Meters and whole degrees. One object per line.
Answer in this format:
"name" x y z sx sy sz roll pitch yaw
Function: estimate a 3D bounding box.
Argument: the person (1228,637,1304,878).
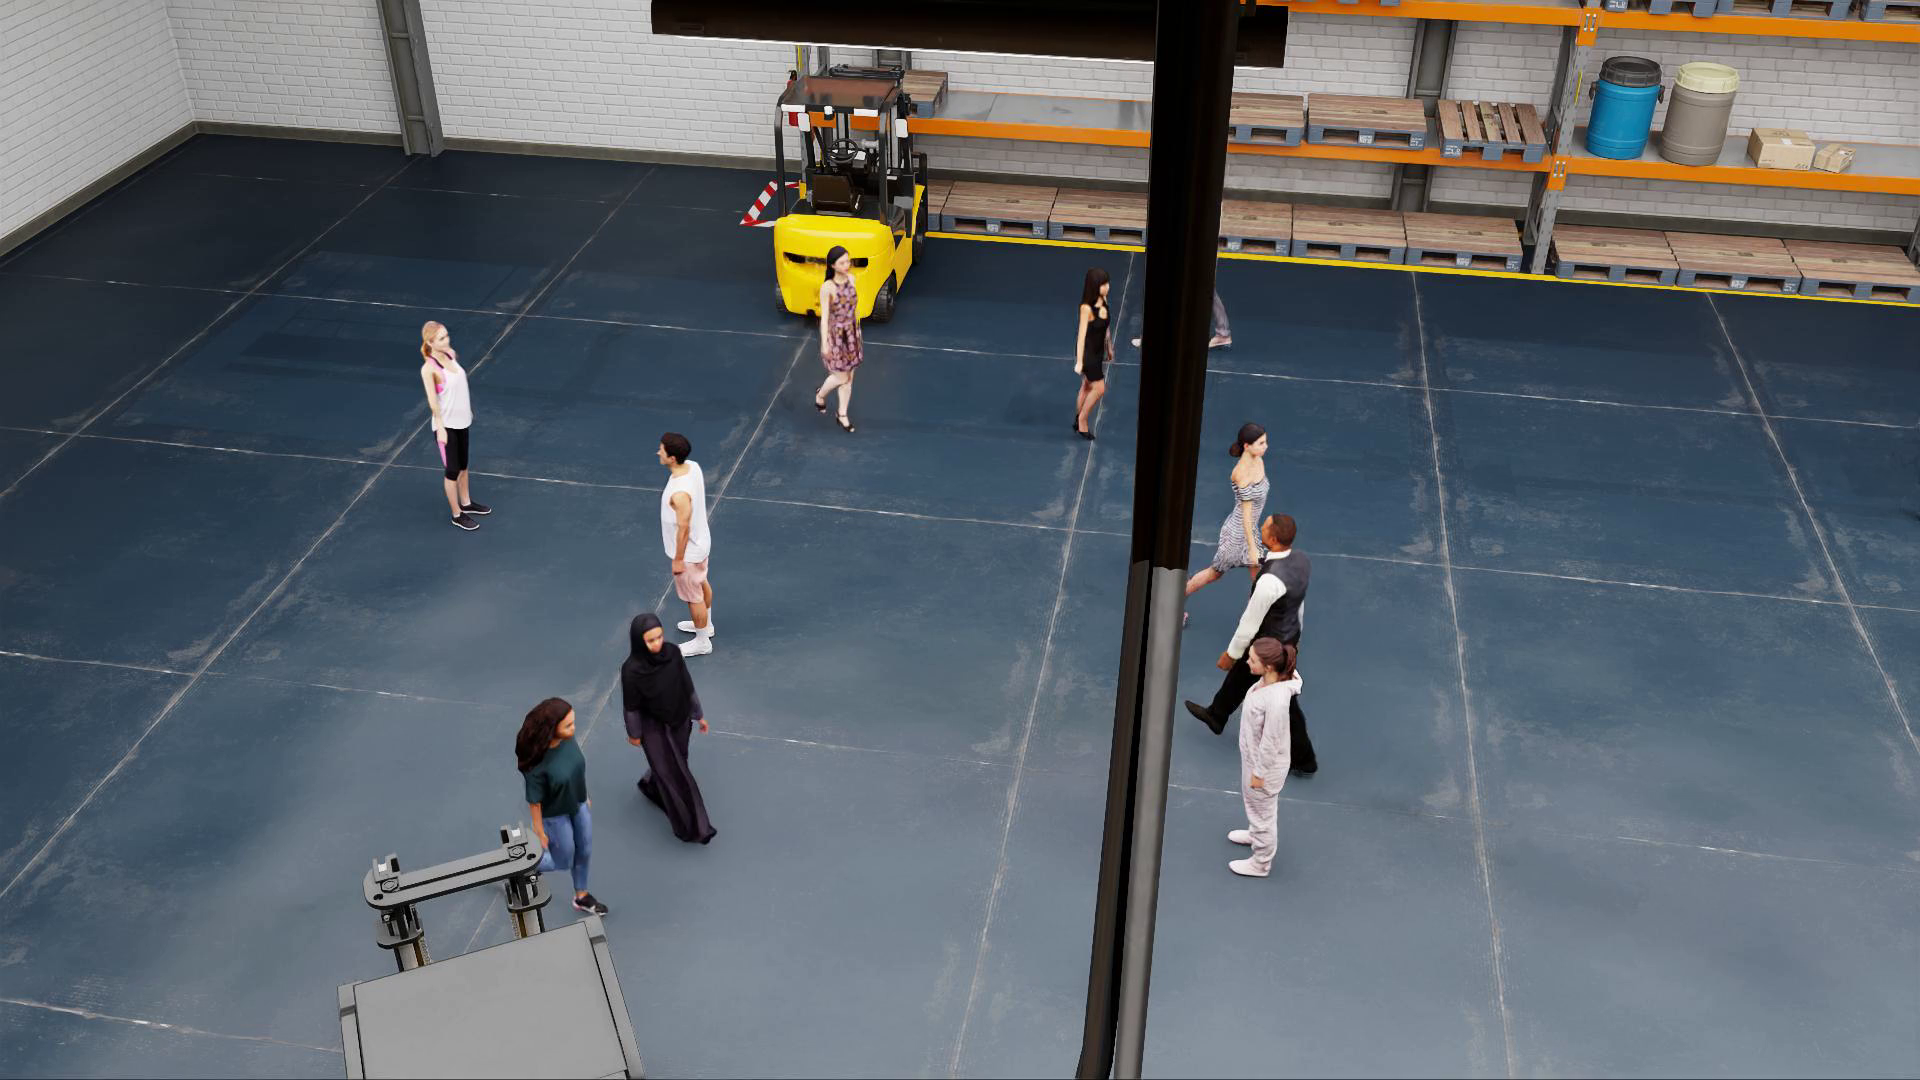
"person" 1.862 1.289 10.028 0.572 1.688 0.635 4 34 6

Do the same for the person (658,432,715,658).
"person" -1.926 0.023 11.841 0.605 1.789 0.665 1 34 2

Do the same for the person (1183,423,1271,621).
"person" 1.904 -0.024 11.923 1.170 1.777 0.853 18 38 25

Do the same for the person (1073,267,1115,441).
"person" 1.065 -1.617 14.444 0.651 1.639 0.660 18 37 24

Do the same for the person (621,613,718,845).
"person" -1.885 1.090 10.393 1.096 1.616 0.916 25 41 33

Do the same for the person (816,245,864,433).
"person" -1.097 -1.765 14.553 0.889 1.765 0.795 23 40 30

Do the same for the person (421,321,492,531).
"person" -4.073 -0.932 13.279 0.526 1.788 0.610 8 34 11

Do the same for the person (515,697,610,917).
"person" -2.393 1.558 9.701 0.881 1.601 0.723 13 36 19

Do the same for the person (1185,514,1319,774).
"person" 2.083 0.726 10.712 1.352 1.869 1.050 20 39 27
